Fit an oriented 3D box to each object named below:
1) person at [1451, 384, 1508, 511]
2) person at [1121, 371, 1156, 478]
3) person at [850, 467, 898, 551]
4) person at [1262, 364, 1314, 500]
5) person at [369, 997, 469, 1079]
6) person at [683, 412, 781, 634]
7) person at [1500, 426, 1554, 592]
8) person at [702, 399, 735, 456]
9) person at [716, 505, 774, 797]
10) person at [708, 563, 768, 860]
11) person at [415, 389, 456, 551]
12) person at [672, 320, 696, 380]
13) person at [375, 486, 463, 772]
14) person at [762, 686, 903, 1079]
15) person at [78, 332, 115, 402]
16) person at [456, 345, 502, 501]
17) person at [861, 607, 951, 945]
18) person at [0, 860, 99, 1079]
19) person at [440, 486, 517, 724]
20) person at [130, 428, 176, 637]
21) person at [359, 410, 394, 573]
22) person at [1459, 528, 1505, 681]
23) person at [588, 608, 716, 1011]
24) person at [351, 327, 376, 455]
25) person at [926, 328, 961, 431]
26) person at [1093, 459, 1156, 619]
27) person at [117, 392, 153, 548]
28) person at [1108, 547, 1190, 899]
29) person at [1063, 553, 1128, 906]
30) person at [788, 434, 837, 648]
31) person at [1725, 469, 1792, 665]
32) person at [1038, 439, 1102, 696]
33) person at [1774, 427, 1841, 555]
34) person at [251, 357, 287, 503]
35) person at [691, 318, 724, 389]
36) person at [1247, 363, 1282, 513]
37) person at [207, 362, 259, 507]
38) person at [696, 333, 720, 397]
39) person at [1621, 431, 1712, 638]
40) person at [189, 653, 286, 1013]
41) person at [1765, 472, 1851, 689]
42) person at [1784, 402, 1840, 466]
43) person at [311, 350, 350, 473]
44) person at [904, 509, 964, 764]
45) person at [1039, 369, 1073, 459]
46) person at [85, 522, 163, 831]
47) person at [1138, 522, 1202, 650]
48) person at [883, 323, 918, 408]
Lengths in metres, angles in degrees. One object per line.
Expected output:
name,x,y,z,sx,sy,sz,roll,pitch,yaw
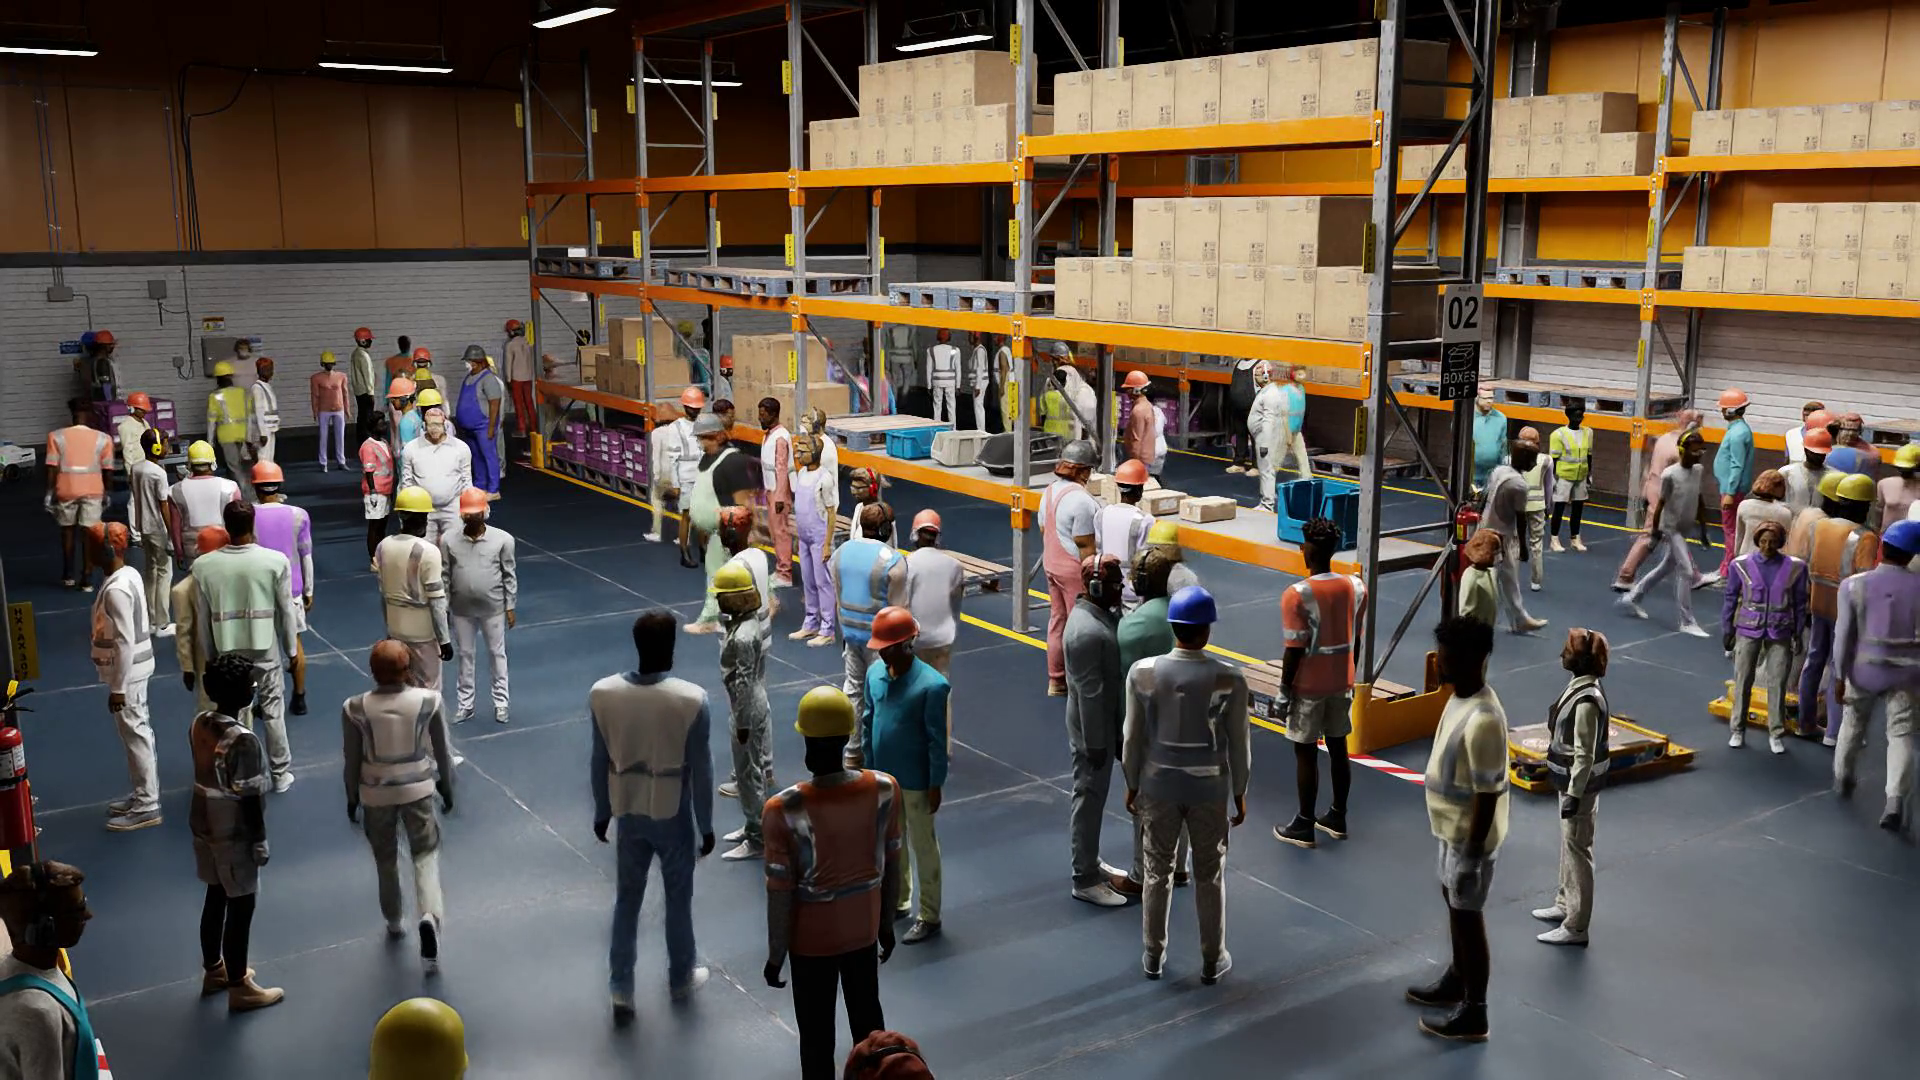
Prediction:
person,5.630,-0.744,18.030,0.644,1.901,0.399,-2,11,-10
person,1.987,-0.899,18.599,0.408,1.987,0.615,3,11,15
person,-0.642,0.352,12.584,0.383,1.835,0.566,-4,12,-21
person,4.346,-1.377,21.520,0.954,1.792,0.587,9,14,39
person,-1.233,1.997,3.923,0.588,1.927,0.370,-4,12,-18
person,-2.034,-0.208,14.918,0.937,2.000,0.722,-5,12,-25
person,5.575,-0.298,16.404,0.514,1.641,0.309,1,11,5
person,-2.390,-0.454,16.526,0.401,1.909,0.599,0,11,2
person,-1.380,0.707,10.635,0.337,1.882,0.585,2,11,10
person,-1.273,0.985,9.607,0.323,1.737,0.488,-1,11,-7
person,-5.430,-0.607,17.249,0.384,1.924,0.593,2,11,10
person,-5.104,-3.161,30.685,0.455,1.787,0.635,-8,14,-35
person,-3.630,0.595,11.136,0.596,1.914,0.399,8,13,34
person,-0.500,1.505,6.443,0.585,1.928,0.365,-7,13,-33
person,-13.250,-2.243,25.630,0.555,1.923,0.624,6,13,28
person,-6.276,-1.525,21.655,0.536,2.000,0.683,-10,15,-42
person,-0.307,1.189,8.550,0.576,1.737,0.354,10,15,41
person,-2.699,1.843,4.962,0.341,1.839,0.501,-7,13,-31
person,-3.524,0.474,12.155,0.559,1.754,0.321,-1,11,-5
person,-7.064,-0.062,14.659,0.519,1.856,0.351,8,13,34
person,-6.044,-0.503,17.309,0.319,1.696,0.532,0,11,0
person,3.499,0.714,11.270,0.285,1.626,0.511,7,13,33
person,-1.434,1.268,7.768,0.607,1.937,0.492,2,11,12
person,-9.154,-2.277,25.623,0.386,1.992,0.624,-8,14,-35
person,-0.268,-2.528,27.196,0.575,1.882,0.361,1,11,6
person,1.233,0.366,12.260,0.544,1.931,0.386,10,15,43
person,-9.178,-0.792,18.668,0.338,1.742,0.562,0,11,-2
person,1.060,0.993,9.062,0.630,1.931,0.376,-11,15,-44
person,0.761,1.009,9.033,0.408,1.909,0.642,1,11,7
person,-1.266,0.002,14.342,0.333,1.844,0.514,-8,14,-37
person,6.640,0.221,13.801,0.284,1.624,0.495,-6,12,-28
person,0.910,0.234,12.652,0.537,2.000,0.680,-5,12,-24
person,7.234,-0.012,14.223,0.549,1.926,0.389,4,12,18
person,-8.965,-1.417,21.506,0.349,1.882,0.577,-2,11,-10
person,-4.278,-2.793,28.337,0.610,1.964,0.366,-7,13,-31
person,3.742,-1.231,20.523,0.399,1.900,0.644,1,11,6
person,-9.150,-1.298,20.894,0.892,1.889,0.599,6,12,26
person,-4.003,-2.446,26.976,0.501,1.809,0.680,3,11,13
person,6.381,-0.094,14.942,0.524,1.824,0.941,-7,13,-31
person,-3.417,1.359,7.805,0.541,1.690,0.322,10,15,42
person,6.254,0.402,12.210,0.459,1.874,0.688,2,11,10
person,8.659,-0.500,16.946,0.382,1.836,0.562,-9,14,-38
person,-9.103,-1.862,24.089,0.533,1.767,0.327,-8,14,-36
person,-0.228,0.651,11.399,0.580,1.691,0.738,-6,13,-28
person,1.294,-1.399,21.898,0.540,1.696,0.316,9,14,38
person,-5.066,0.817,10.088,0.341,1.883,0.597,-5,12,-22
person,1.374,0.744,10.927,0.486,1.697,0.631,-9,14,-39
person,-1.158,-3.453,31.854,0.717,1.917,0.529,0,11,2
